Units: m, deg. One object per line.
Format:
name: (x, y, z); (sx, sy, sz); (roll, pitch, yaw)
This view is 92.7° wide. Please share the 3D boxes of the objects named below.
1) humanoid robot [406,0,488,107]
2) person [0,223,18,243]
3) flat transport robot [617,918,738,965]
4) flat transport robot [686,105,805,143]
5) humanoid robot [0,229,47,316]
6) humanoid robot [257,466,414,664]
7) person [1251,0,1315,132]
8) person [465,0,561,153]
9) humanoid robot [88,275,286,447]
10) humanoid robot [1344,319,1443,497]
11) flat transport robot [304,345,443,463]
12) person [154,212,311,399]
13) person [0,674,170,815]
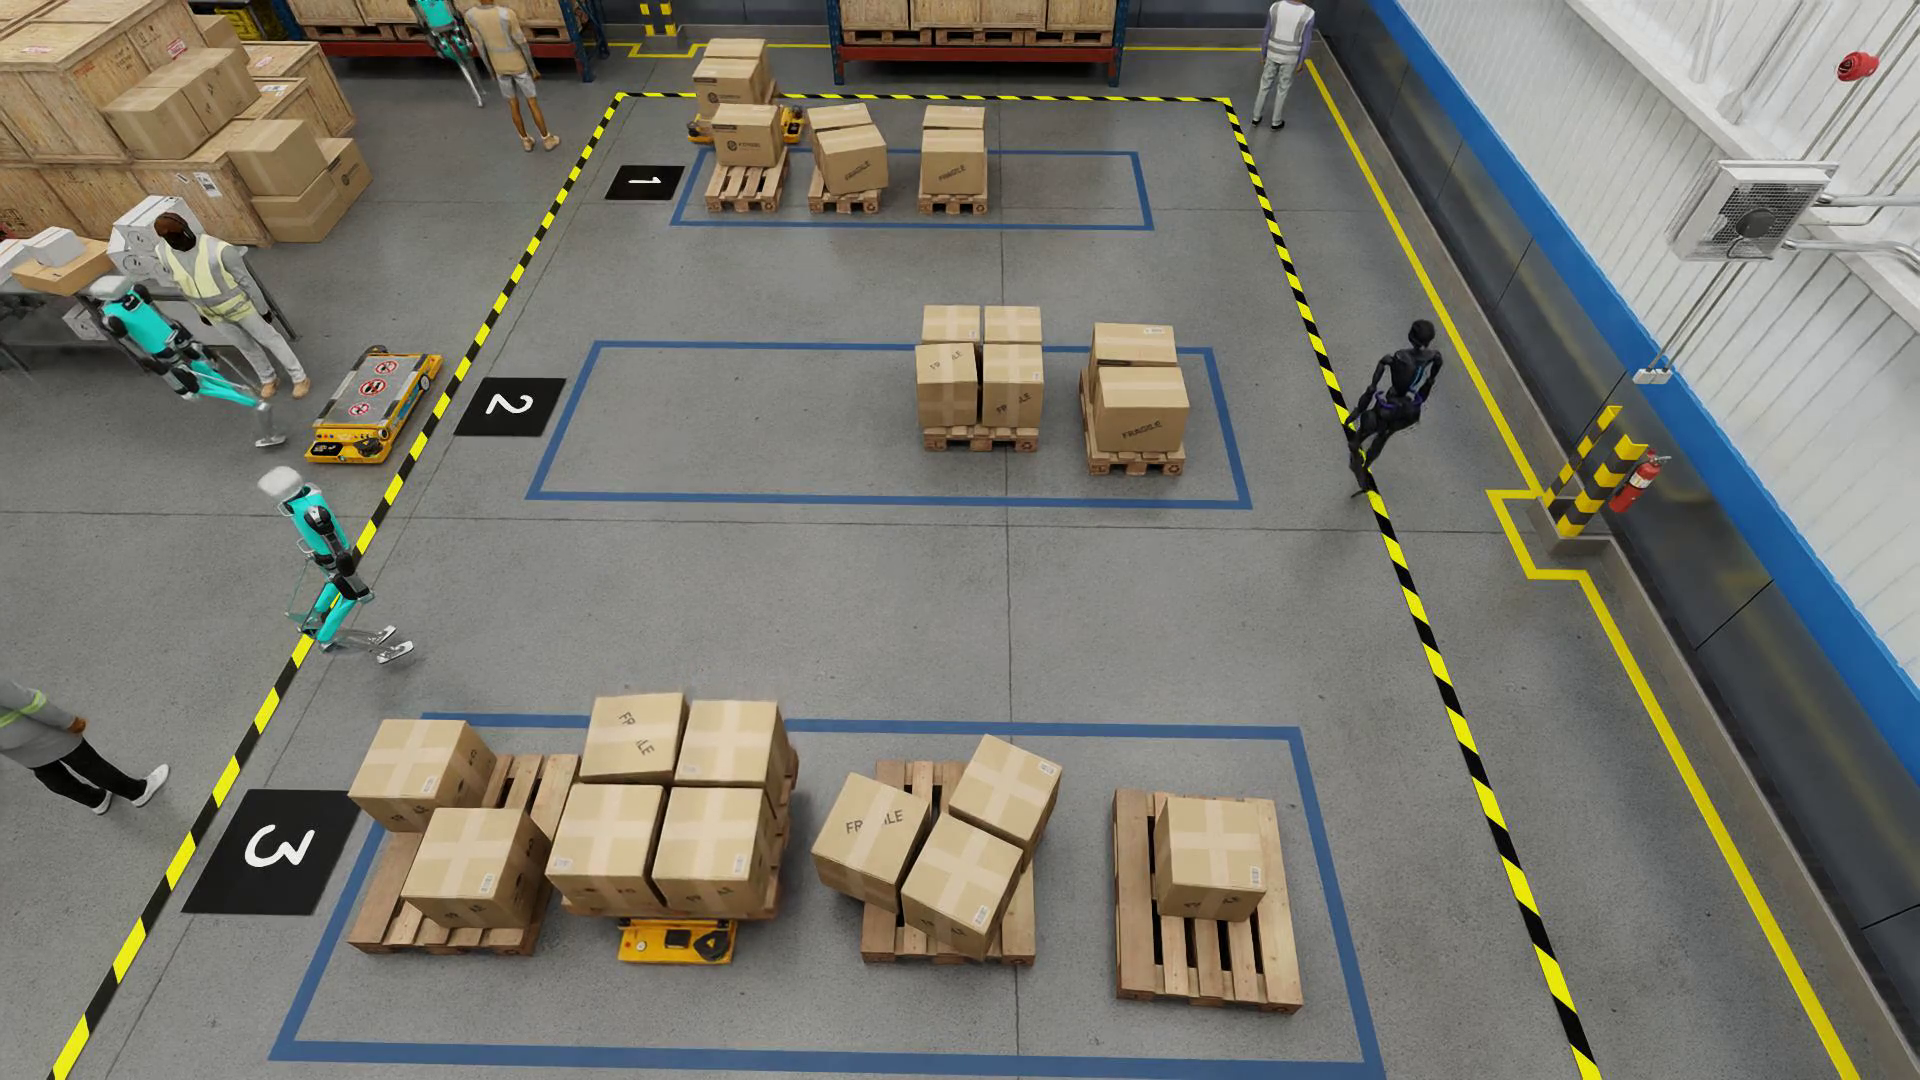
humanoid robot: (-6.672, -6.571, 12.010); (0.568, 1.830, 0.882); (-15, 51, -12)
person: (-9.983, -3.354, 9.124); (0.379, 1.917, 0.597); (5, 50, 5)
flat transport robot: (-1.656, 1.880, 5.758); (0.652, 0.197, 1.431); (1, 50, 1)
flat transport robot: (-2.789, -5.437, 11.950); (1.431, 0.197, 0.652); (1, 50, 1)
humanoid robot: (-9.713, -2.970, 8.955); (0.339, 1.657, 0.600); (-1, 50, -1)
humanoid robot: (-4.277, 0.289, 6.075); (0.533, 1.673, 0.735); (35, 58, 26)
person: (4.059, -6.085, 11.488); (0.590, 1.837, 0.404); (27, 55, 21)
person: (-5.416, -5.720, 11.052); (0.605, 2.034, 0.388); (-1, 50, -1)
humanoid robot: (-6.192, -1.365, 7.654); (0.809, 1.902, 0.531); (-5, 50, -4)
humanoid robot: (3.456, -1.003, 7.294); (0.611, 1.640, 0.489); (-6, 50, -5)
flat transport robot: (-5.383, -1.269, 8.441); (0.659, 0.231, 1.431); (1, 50, 1)
person: (-6.405, -2.029, 8.061); (0.622, 1.837, 0.429); (-3, 50, -3)
person: (-5.551, 1.081, 5.419); (0.587, 1.846, 0.406); (-6, 50, -5)
